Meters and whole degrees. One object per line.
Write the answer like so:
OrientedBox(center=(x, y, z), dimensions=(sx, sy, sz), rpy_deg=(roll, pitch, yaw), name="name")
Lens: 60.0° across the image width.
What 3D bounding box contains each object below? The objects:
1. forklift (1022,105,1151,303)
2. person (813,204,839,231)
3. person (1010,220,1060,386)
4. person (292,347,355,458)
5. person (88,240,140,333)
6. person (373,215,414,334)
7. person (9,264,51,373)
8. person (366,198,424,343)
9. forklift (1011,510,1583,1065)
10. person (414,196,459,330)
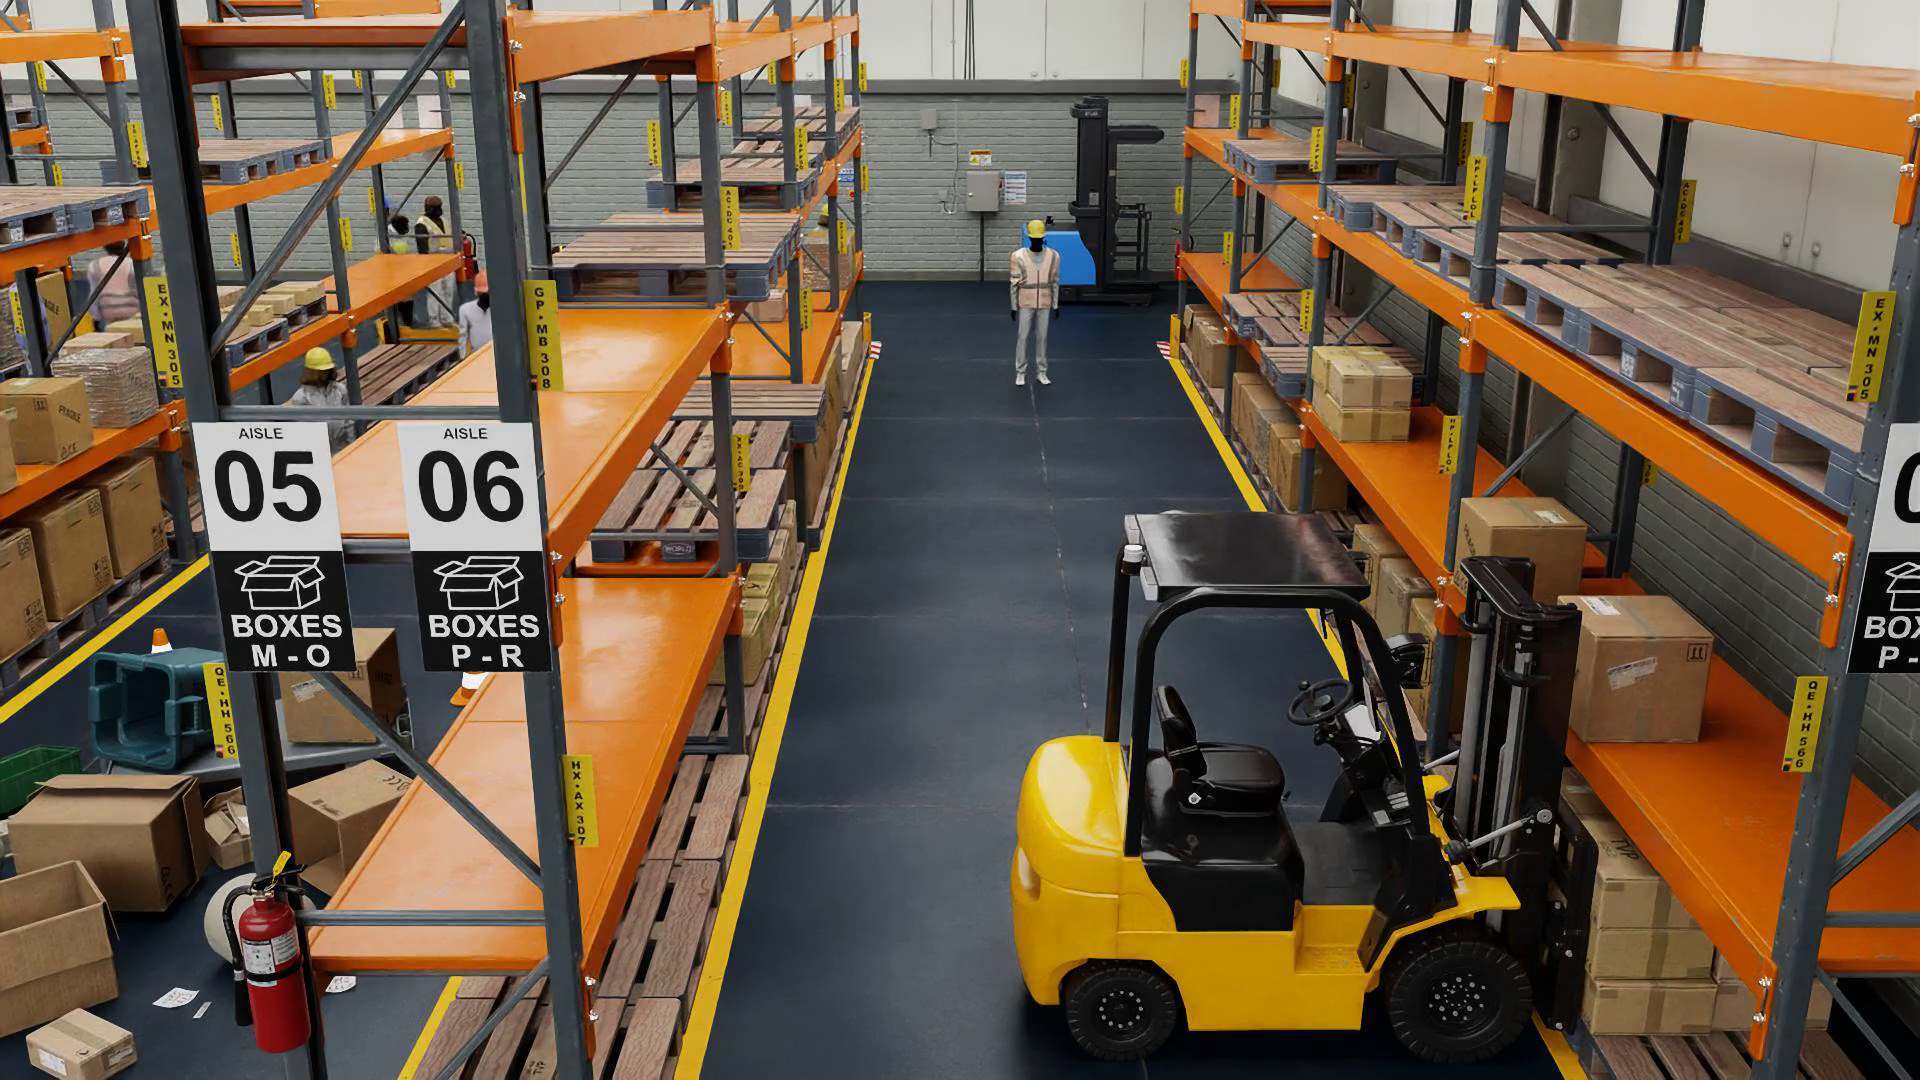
OrientedBox(center=(1.857, -4.944, 24.441), dimensions=(1.873, 2.768, 1.129), rpy_deg=(0, 18, 0), name="forklift")
OrientedBox(center=(-1.744, -3.631, 22.273), dimensions=(0.487, 1.737, 0.338), rpy_deg=(-12, 22, -32), name="person")
OrientedBox(center=(0.877, -2.746, 19.288), dimensions=(0.590, 1.926, 0.388), rpy_deg=(-3, 19, -10), name="person")
OrientedBox(center=(-5.093, -0.705, 13.424), dimensions=(0.336, 1.735, 0.490), rpy_deg=(13, 22, 34), name="person")
OrientedBox(center=(-9.508, -2.572, 18.962), dimensions=(0.650, 1.797, 0.946), rpy_deg=(-4, 19, -12), name="person")
OrientedBox(center=(-7.338, -3.387, 21.623), dimensions=(0.570, 1.667, 0.541), rpy_deg=(-11, 21, -29), name="person")
OrientedBox(center=(-9.507, -2.042, 17.147), dimensions=(0.363, 1.934, 0.553), rpy_deg=(-6, 19, -17), name="person")
OrientedBox(center=(-7.413, -3.526, 21.650), dimensions=(0.526, 1.921, 0.634), rpy_deg=(-6, 19, -17), name="person")
OrientedBox(center=(1.387, 1.055, 7.378), dimensions=(2.313, 2.155, 1.214), rpy_deg=(0, 18, 0), name="forklift")
OrientedBox(center=(-6.988, -3.684, 22.283), dimensions=(0.431, 1.835, 0.649), rpy_deg=(7, 20, 20), name="person")
